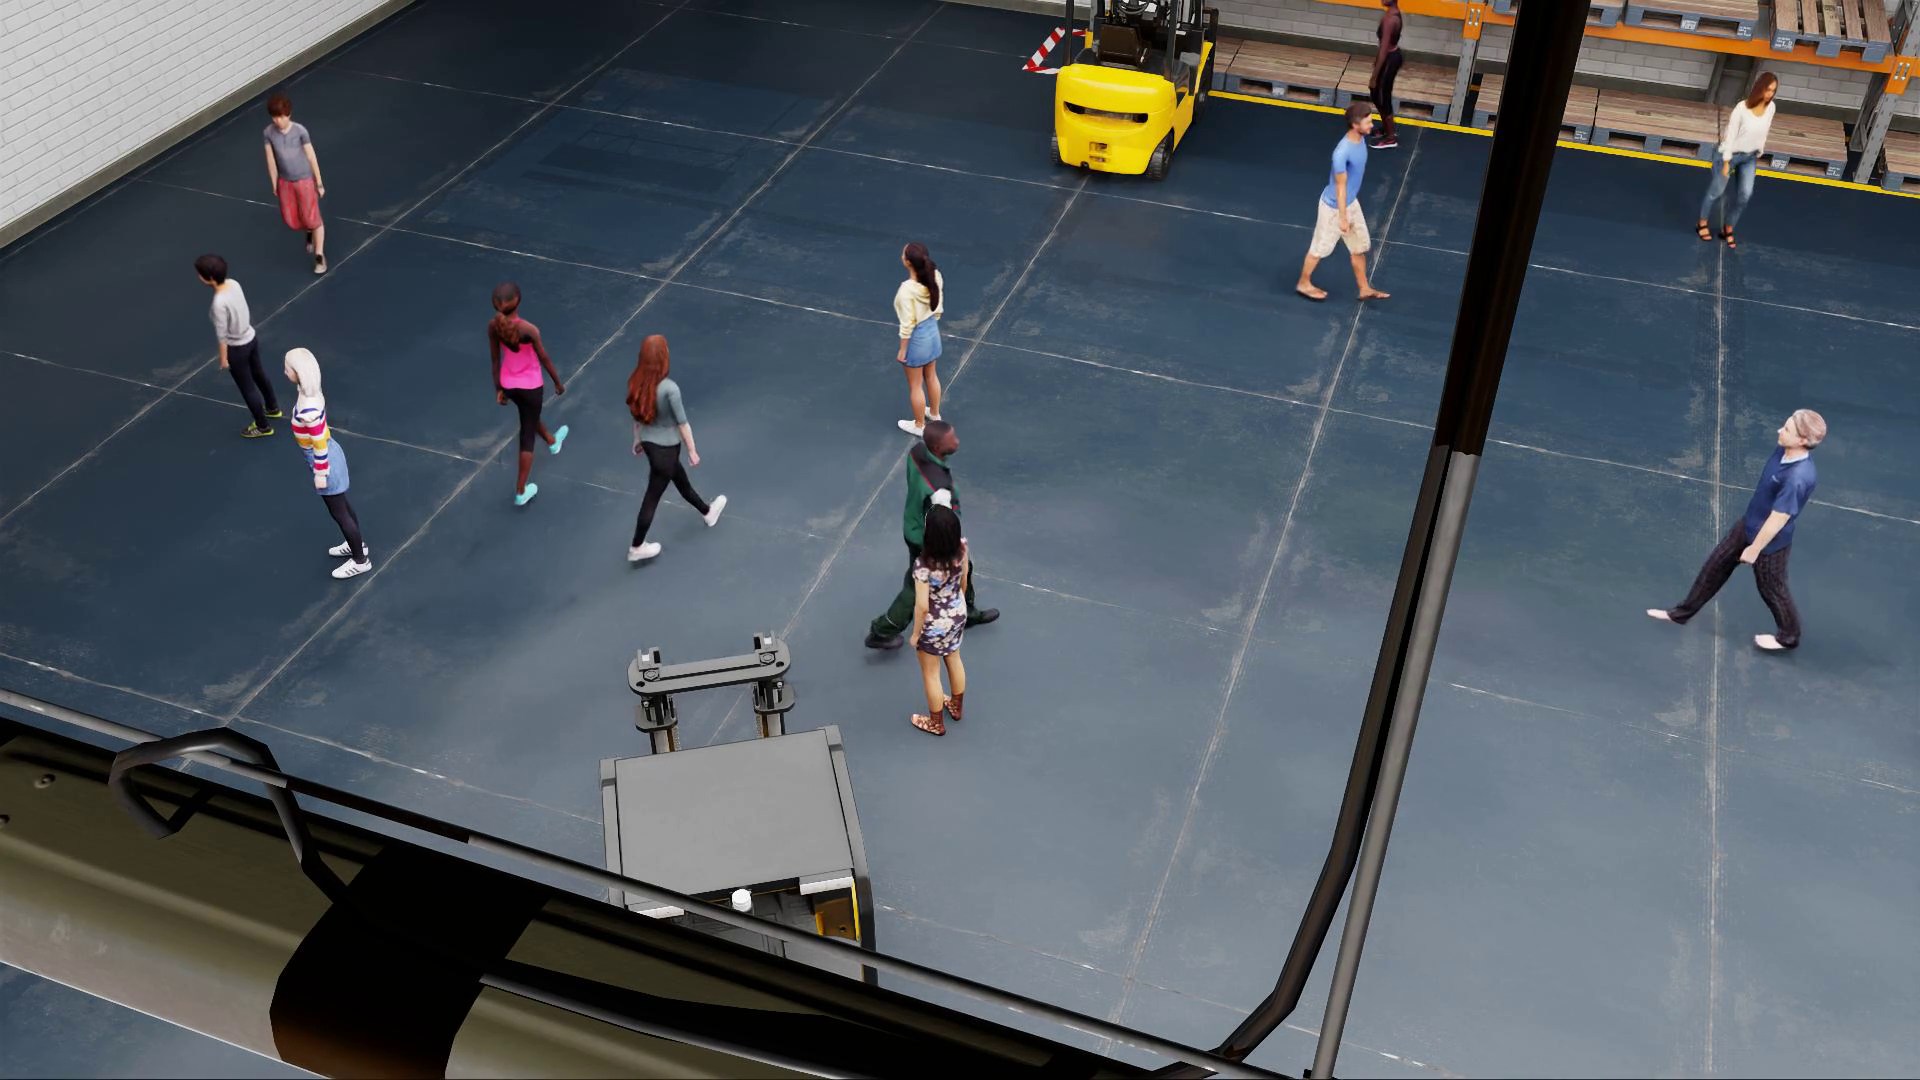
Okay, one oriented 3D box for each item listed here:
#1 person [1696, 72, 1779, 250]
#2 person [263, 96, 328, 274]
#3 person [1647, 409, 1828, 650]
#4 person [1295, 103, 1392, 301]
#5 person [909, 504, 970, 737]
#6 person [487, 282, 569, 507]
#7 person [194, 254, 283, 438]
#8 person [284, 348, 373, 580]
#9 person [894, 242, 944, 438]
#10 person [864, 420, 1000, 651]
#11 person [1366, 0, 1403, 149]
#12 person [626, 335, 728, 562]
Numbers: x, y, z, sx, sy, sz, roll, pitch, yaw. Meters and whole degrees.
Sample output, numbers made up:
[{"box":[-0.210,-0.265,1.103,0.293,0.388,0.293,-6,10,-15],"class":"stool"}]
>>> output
[{"box":[7.080,-3.540,15.272,0.768,1.664,0.850,-3,39,-4],"class":"person"},{"box":[-5.923,-3.234,14.906,0.819,1.641,0.838,-3,39,-4],"class":"person"},{"box":[5.284,-0.003,10.720,1.222,1.817,0.767,9,39,11],"class":"person"},{"box":[3.192,-2.907,14.340,1.132,1.837,0.821,23,44,26],"class":"person"},{"box":[-0.120,0.491,10.168,0.650,1.734,0.660,31,48,33],"class":"person"},{"box":[-3.223,-1.033,12.132,1.063,1.665,0.645,12,40,15],"class":"person"},{"box":[-5.537,-1.509,12.823,0.598,1.546,0.621,2,39,2],"class":"person"},{"box":[-4.346,-0.540,11.399,0.751,1.809,0.719,-13,40,-15],"class":"person"},{"box":[-0.310,-1.550,12.807,0.647,1.631,0.704,26,45,28],"class":"person"},{"box":[-0.255,0.026,10.704,1.293,1.792,1.153,-13,40,-16],"class":"person"},{"box":[4.360,-4.763,16.747,0.681,1.734,0.670,15,41,18],"class":"person"},{"box":[-2.130,-0.563,11.527,1.134,1.684,0.939,27,46,30],"class":"person"}]
